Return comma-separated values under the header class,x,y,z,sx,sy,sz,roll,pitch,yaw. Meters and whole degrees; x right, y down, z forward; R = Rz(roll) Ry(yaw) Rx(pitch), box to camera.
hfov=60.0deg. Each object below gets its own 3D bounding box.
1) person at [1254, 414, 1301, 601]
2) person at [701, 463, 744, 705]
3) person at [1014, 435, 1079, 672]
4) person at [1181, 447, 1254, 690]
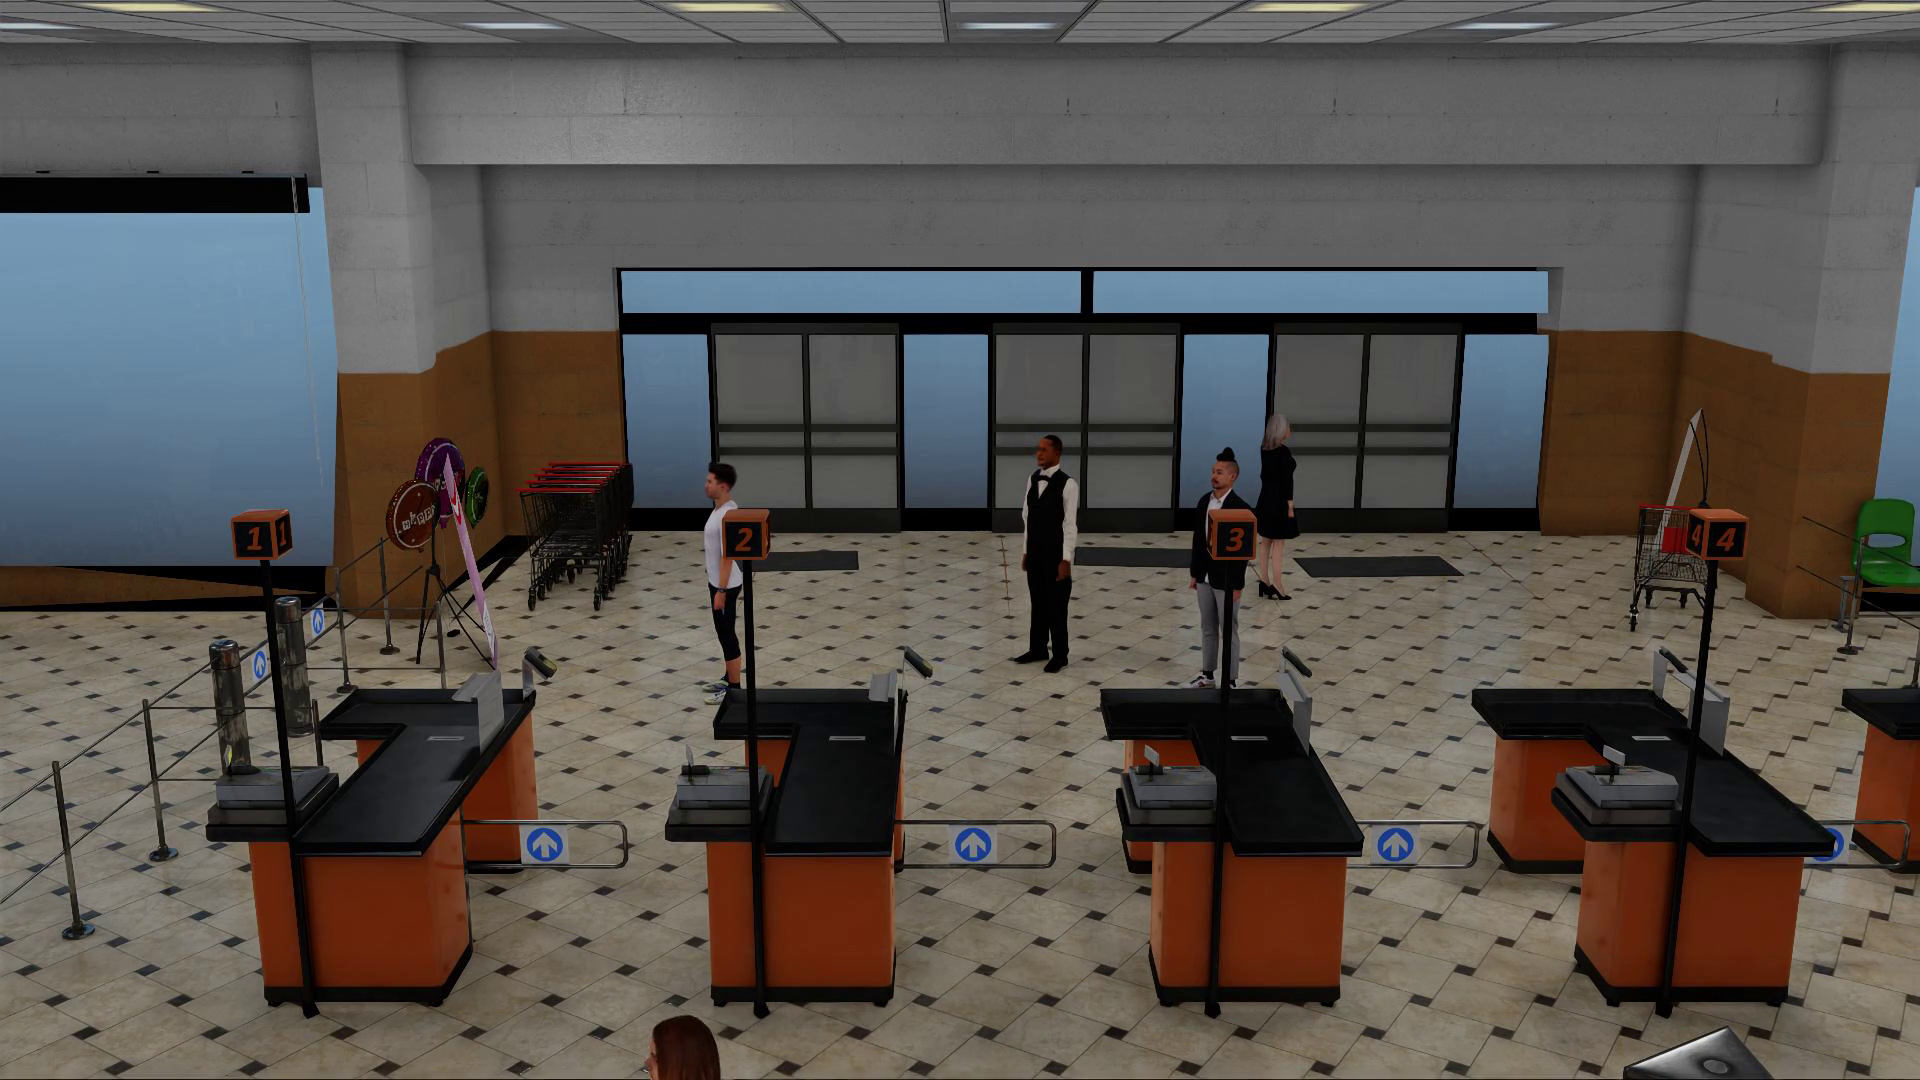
class,x,y,z,sx,sy,sz,roll,pitch,yaw
person,2.958,-0.315,15.534,0.745,1.747,0.639,-6,15,-25
person,-1.797,0.317,12.704,0.766,1.852,0.570,-3,14,-10
person,0.727,0.091,13.496,0.767,1.919,0.826,13,19,43
person,2.006,0.248,12.782,0.855,1.950,0.759,-10,17,-35
